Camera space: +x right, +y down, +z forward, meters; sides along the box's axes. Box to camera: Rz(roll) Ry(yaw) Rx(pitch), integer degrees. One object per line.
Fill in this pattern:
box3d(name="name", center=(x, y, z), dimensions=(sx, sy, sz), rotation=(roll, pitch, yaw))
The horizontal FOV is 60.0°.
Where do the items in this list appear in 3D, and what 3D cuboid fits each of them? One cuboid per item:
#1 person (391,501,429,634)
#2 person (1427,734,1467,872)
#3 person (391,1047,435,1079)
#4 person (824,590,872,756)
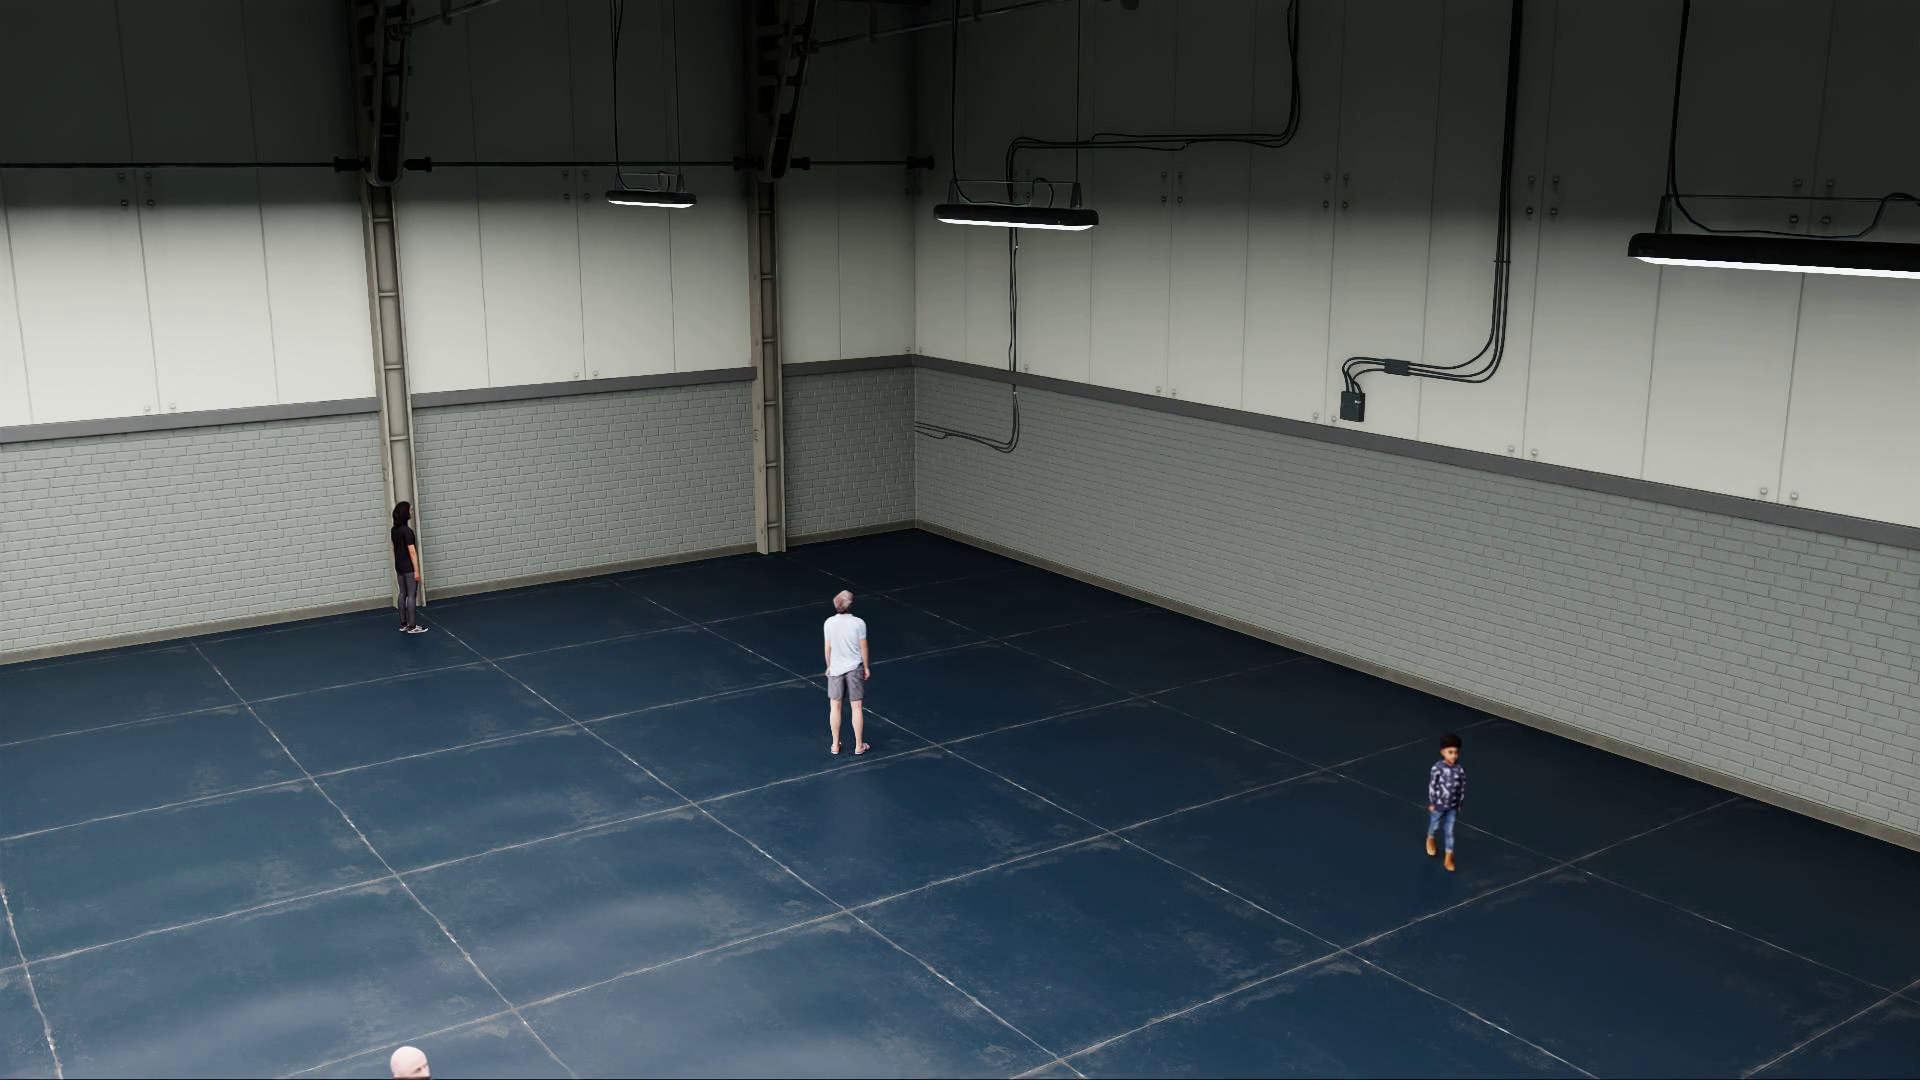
box3d(name="person", center=(-7.619, 0.358, 22.866), dimensions=(0.691, 1.835, 0.610), rotation=(11, 17, 39))
box3d(name="person", center=(4.477, 2.392, 15.413), dimensions=(0.829, 1.233, 0.854), rotation=(1, 13, 5))
box3d(name="person", center=(-2.949, 3.570, 8.990), dimensions=(0.828, 1.836, 0.720), rotation=(5, 14, 20))
box3d(name="person", center=(-1.249, 1.441, 18.192), dimensions=(0.725, 1.832, 0.795), rotation=(2, 13, 8))
